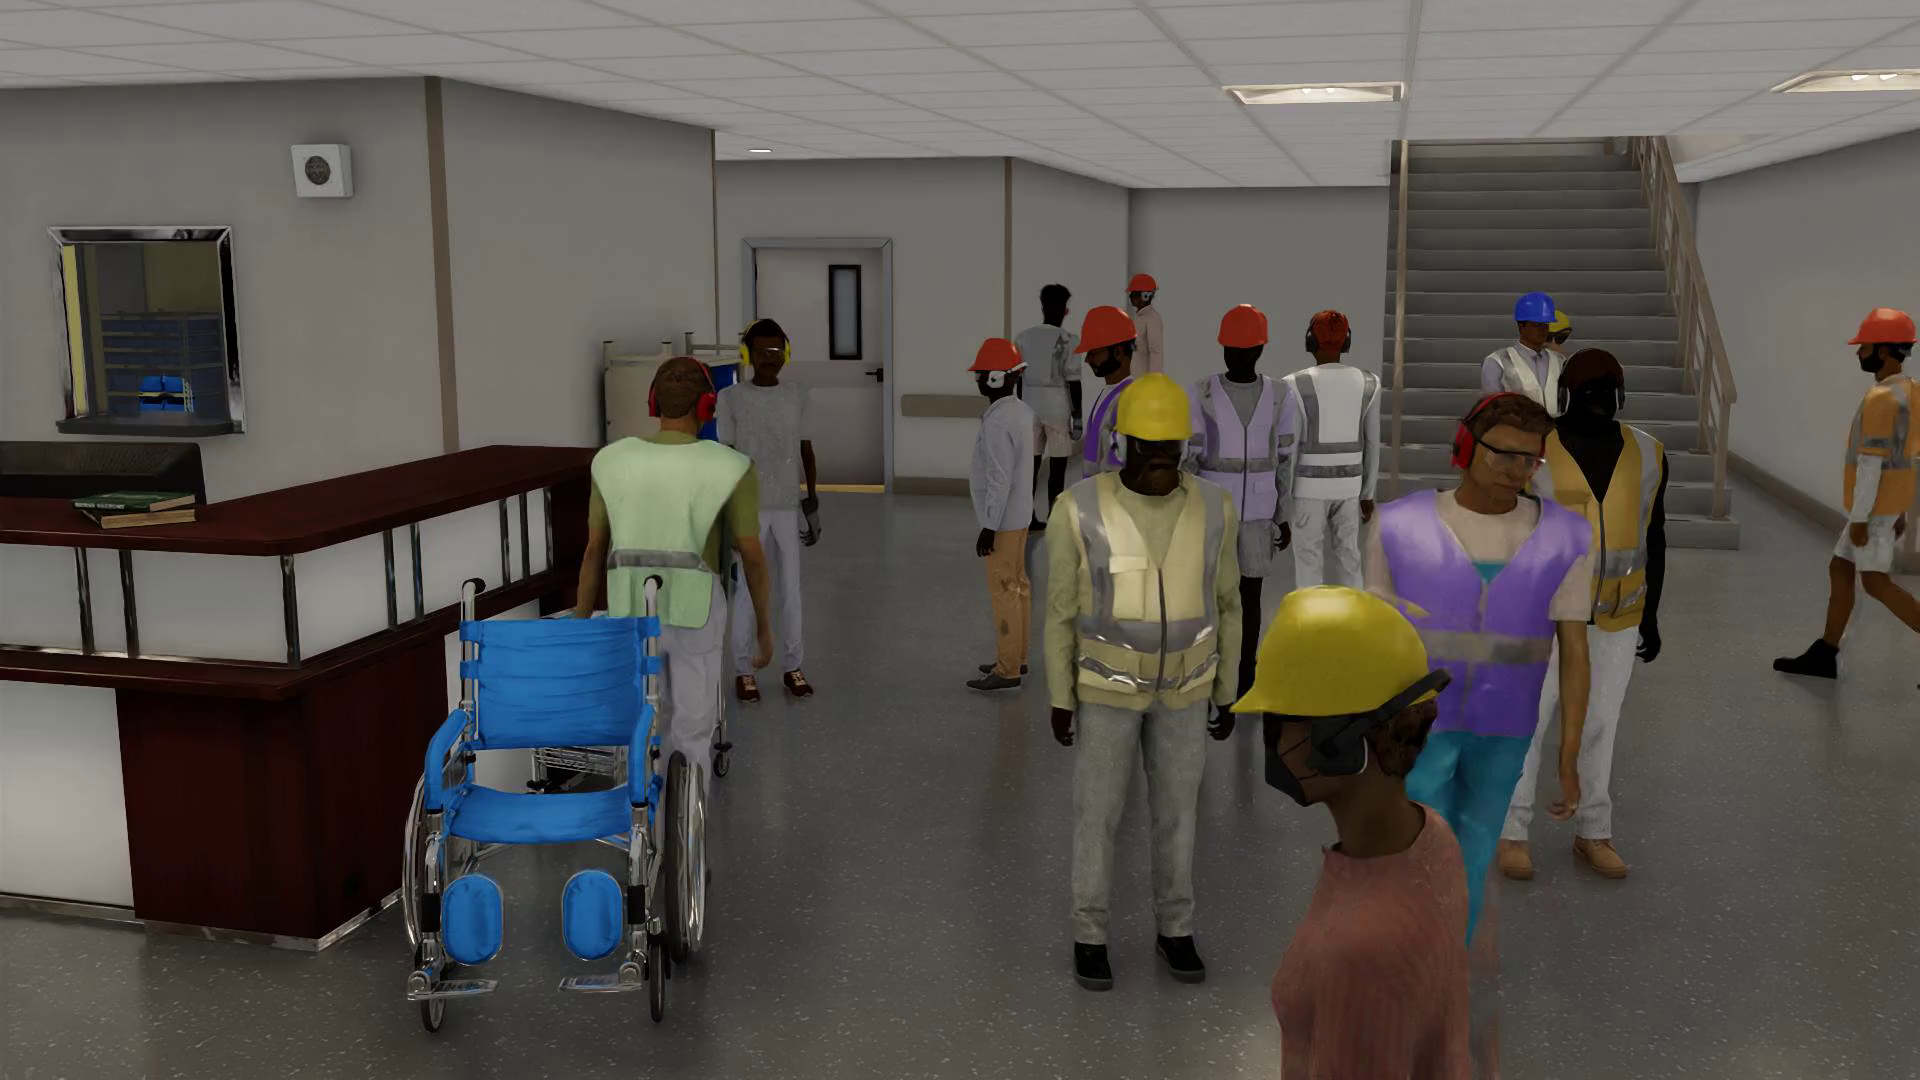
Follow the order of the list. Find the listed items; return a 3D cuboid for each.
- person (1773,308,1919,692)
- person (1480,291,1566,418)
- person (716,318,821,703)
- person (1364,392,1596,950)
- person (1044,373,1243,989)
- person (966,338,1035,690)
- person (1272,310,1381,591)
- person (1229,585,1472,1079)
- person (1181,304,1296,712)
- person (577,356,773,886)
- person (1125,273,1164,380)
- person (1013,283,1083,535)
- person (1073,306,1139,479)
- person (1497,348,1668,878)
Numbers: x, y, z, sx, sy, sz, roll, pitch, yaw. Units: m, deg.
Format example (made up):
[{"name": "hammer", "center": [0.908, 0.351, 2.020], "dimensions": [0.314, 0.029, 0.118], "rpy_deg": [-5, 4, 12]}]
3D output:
[{"name": "person", "center": [4.606, -0.190, 8.234], "dimensions": [0.887, 1.912, 0.547], "rpy_deg": [8, 13, 41]}, {"name": "person", "center": [3.357, -0.497, 9.909], "dimensions": [0.605, 1.948, 0.384], "rpy_deg": [-4, 10, -21]}, {"name": "person", "center": [-0.926, -0.142, 8.087], "dimensions": [0.512, 1.862, 0.324], "rpy_deg": [-4, 10, -20]}, {"name": "person", "center": [1.314, 0.532, 4.262], "dimensions": [0.579, 1.807, 0.785], "rpy_deg": [1, 10, 5]}, {"name": "person", "center": [0.541, 0.420, 4.893], "dimensions": [0.596, 1.824, 0.403], "rpy_deg": [-2, 10, -9]}, {"name": "person", "center": [0.193, -0.127, 8.300], "dimensions": [0.327, 1.753, 0.561], "rpy_deg": [2, 10, 14]}, {"name": "person", "center": [1.891, -0.244, 8.609], "dimensions": [0.584, 1.882, 0.337], "rpy_deg": [-3, 10, -16]}, {"name": "person", "center": [0.636, 0.923, 2.180], "dimensions": [0.671, 1.737, 0.556], "rpy_deg": [4, 10, 22]}, {"name": "person", "center": [1.312, -0.140, 7.851], "dimensions": [0.547, 1.934, 0.376], "rpy_deg": [-1, 10, -5]}, {"name": "person", "center": [-0.971, 0.291, 5.660], "dimensions": [0.652, 1.814, 0.596], "rpy_deg": [1, 10, 8]}, {"name": "person", "center": [1.774, -1.574, 16.112], "dimensions": [0.388, 1.996, 0.612], "rpy_deg": [-1, 10, -8]}, {"name": "person", "center": [0.686, -0.985, 12.773], "dimensions": [0.608, 1.955, 0.385], "rpy_deg": [7, 12, 37]}, {"name": "person", "center": [0.696, -0.112, 7.701], "dimensions": [0.366, 1.930, 0.542], "rpy_deg": [-1, 10, -7]}, {"name": "person", "center": [2.136, 0.261, 5.767], "dimensions": [0.622, 1.844, 0.429], "rpy_deg": [0, 10, -1]}]
